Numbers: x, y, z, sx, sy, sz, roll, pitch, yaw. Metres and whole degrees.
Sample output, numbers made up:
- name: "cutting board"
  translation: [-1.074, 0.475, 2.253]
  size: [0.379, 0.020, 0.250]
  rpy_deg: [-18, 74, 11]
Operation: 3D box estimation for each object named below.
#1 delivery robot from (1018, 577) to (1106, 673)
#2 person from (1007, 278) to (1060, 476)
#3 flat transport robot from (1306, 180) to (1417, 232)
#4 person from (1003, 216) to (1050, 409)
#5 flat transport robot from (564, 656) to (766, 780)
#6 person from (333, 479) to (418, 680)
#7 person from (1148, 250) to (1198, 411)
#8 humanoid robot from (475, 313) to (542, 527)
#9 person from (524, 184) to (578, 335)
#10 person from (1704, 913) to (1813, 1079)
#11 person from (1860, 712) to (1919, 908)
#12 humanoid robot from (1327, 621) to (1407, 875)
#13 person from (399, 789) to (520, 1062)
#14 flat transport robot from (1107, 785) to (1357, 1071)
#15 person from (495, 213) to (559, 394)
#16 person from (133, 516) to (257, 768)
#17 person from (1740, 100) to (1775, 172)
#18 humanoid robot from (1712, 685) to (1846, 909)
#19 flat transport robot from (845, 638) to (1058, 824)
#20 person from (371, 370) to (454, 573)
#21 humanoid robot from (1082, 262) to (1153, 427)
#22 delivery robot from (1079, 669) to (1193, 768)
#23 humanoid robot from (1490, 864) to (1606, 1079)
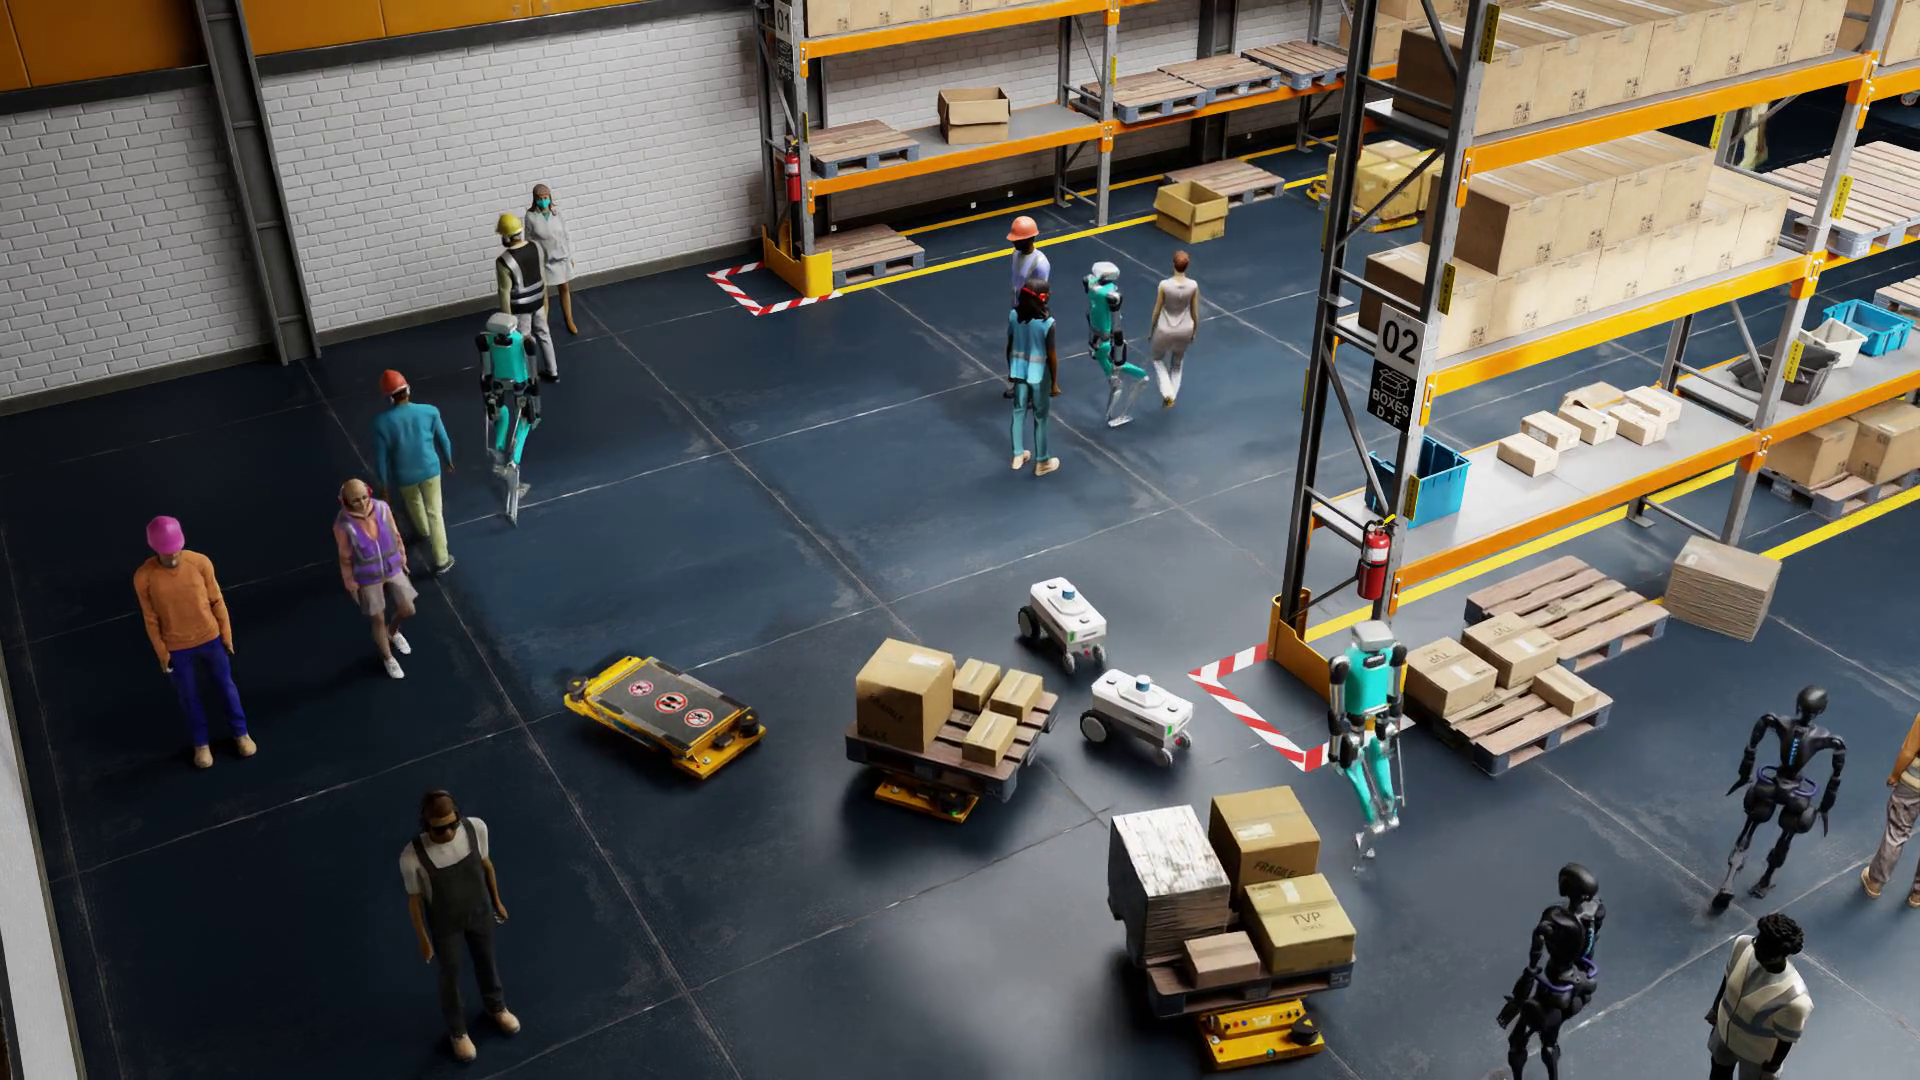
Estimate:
- name: "delivery robot"
  translation: [0.826, 0.606, 12.830]
  size: [0.499, 0.575, 0.759]
  rpy_deg: [-14, 35, -21]
- name: "person"
  translation: [0.641, -1.461, 14.908]
  size: [0.519, 1.868, 0.393]
  rpy_deg: [20, 37, 28]
- name: "flat transport robot"
  translation: [5.018, -4.219, 20.813]
  size: [0.659, 0.231, 1.431]
  rpy_deg: [-14, 35, -21]
- name: "person"
  translation: [0.630, -2.200, 16.034]
  size: [0.383, 1.931, 0.541]
  rpy_deg: [-17, 36, -26]
- name: "flat transport robot"
  translation: [-2.159, 1.245, 12.099]
  size: [1.431, 0.231, 0.659]
  rpy_deg: [22, 38, 31]
- name: "person"
  translation: [-4.312, 0.275, 12.314]
  size: [0.508, 1.678, 0.388]
  rpy_deg: [-27, 41, -35]
- name: "person"
  translation: [2.048, -1.977, 15.933]
  size: [0.470, 1.640, 0.502]
  rpy_deg: [-6, 33, -9]
- name: "humanoid robot"
  translation: [-3.929, -0.975, 14.284]
  size: [0.554, 1.791, 0.924]
  rpy_deg: [3, 32, 5]
- name: "person"
  translation: [-4.290, -2.914, 17.421]
  size: [0.481, 1.659, 0.339]
  rpy_deg: [-14, 35, -21]
- name: "person"
  translation: [4.087, 2.581, 8.631]
  size: [0.321, 1.693, 0.534]
  rpy_deg: [-9, 33, -14]
- name: "person"
  translation: [5.990, 1.507, 10.258]
  size: [0.469, 1.778, 0.323]
  rpy_deg: [15, 35, 22]
- name: "humanoid robot"
  translation: [2.631, 1.416, 10.481]
  size: [0.555, 1.810, 0.722]
  rpy_deg: [-12, 34, -18]
- name: "person"
  translation: [-2.780, 2.105, 9.243]
  size: [0.512, 1.843, 0.329]
  rpy_deg: [-26, 40, -35]
- name: "flat transport robot"
  translation: [1.610, 2.540, 10.034]
  size: [0.659, 0.231, 1.431]
  rpy_deg: [-7, 33, -11]
- name: "person"
  translation: [-4.286, -2.333, 16.346]
  size: [0.404, 1.823, 0.594]
  rpy_deg: [19, 37, 28]
- name: "person"
  translation: [-5.259, 0.683, 11.394]
  size: [0.515, 1.976, 0.416]
  rpy_deg: [-18, 36, -26]
- name: "person"
  translation: [9.906, -5.053, 20.669]
  size: [0.466, 1.830, 0.606]
  rpy_deg: [11, 34, 18]
- name: "humanoid robot"
  translation: [5.028, 1.603, 10.209]
  size: [0.603, 1.634, 0.601]
  rpy_deg: [23, 39, 32]
- name: "flat transport robot"
  translation: [-0.007, 1.433, 11.798]
  size: [0.659, 0.231, 1.431]
  rpy_deg: [13, 34, 20]
- name: "person"
  translation: [-4.493, -0.610, 13.700]
  size: [0.615, 1.691, 0.881]
  rpy_deg: [-13, 34, -20]
- name: "humanoid robot"
  translation: [1.528, -1.763, 15.609]
  size: [0.796, 1.865, 0.549]
  rpy_deg: [-16, 35, -24]
- name: "delivery robot"
  translation: [1.261, 1.227, 11.876]
  size: [0.791, 0.614, 0.499]
  rpy_deg: [23, 39, 32]
- name: "humanoid robot"
  translation: [3.188, 2.419, 8.904]
  size: [0.588, 1.645, 0.371]
  rpy_deg: [-19, 37, -27]
